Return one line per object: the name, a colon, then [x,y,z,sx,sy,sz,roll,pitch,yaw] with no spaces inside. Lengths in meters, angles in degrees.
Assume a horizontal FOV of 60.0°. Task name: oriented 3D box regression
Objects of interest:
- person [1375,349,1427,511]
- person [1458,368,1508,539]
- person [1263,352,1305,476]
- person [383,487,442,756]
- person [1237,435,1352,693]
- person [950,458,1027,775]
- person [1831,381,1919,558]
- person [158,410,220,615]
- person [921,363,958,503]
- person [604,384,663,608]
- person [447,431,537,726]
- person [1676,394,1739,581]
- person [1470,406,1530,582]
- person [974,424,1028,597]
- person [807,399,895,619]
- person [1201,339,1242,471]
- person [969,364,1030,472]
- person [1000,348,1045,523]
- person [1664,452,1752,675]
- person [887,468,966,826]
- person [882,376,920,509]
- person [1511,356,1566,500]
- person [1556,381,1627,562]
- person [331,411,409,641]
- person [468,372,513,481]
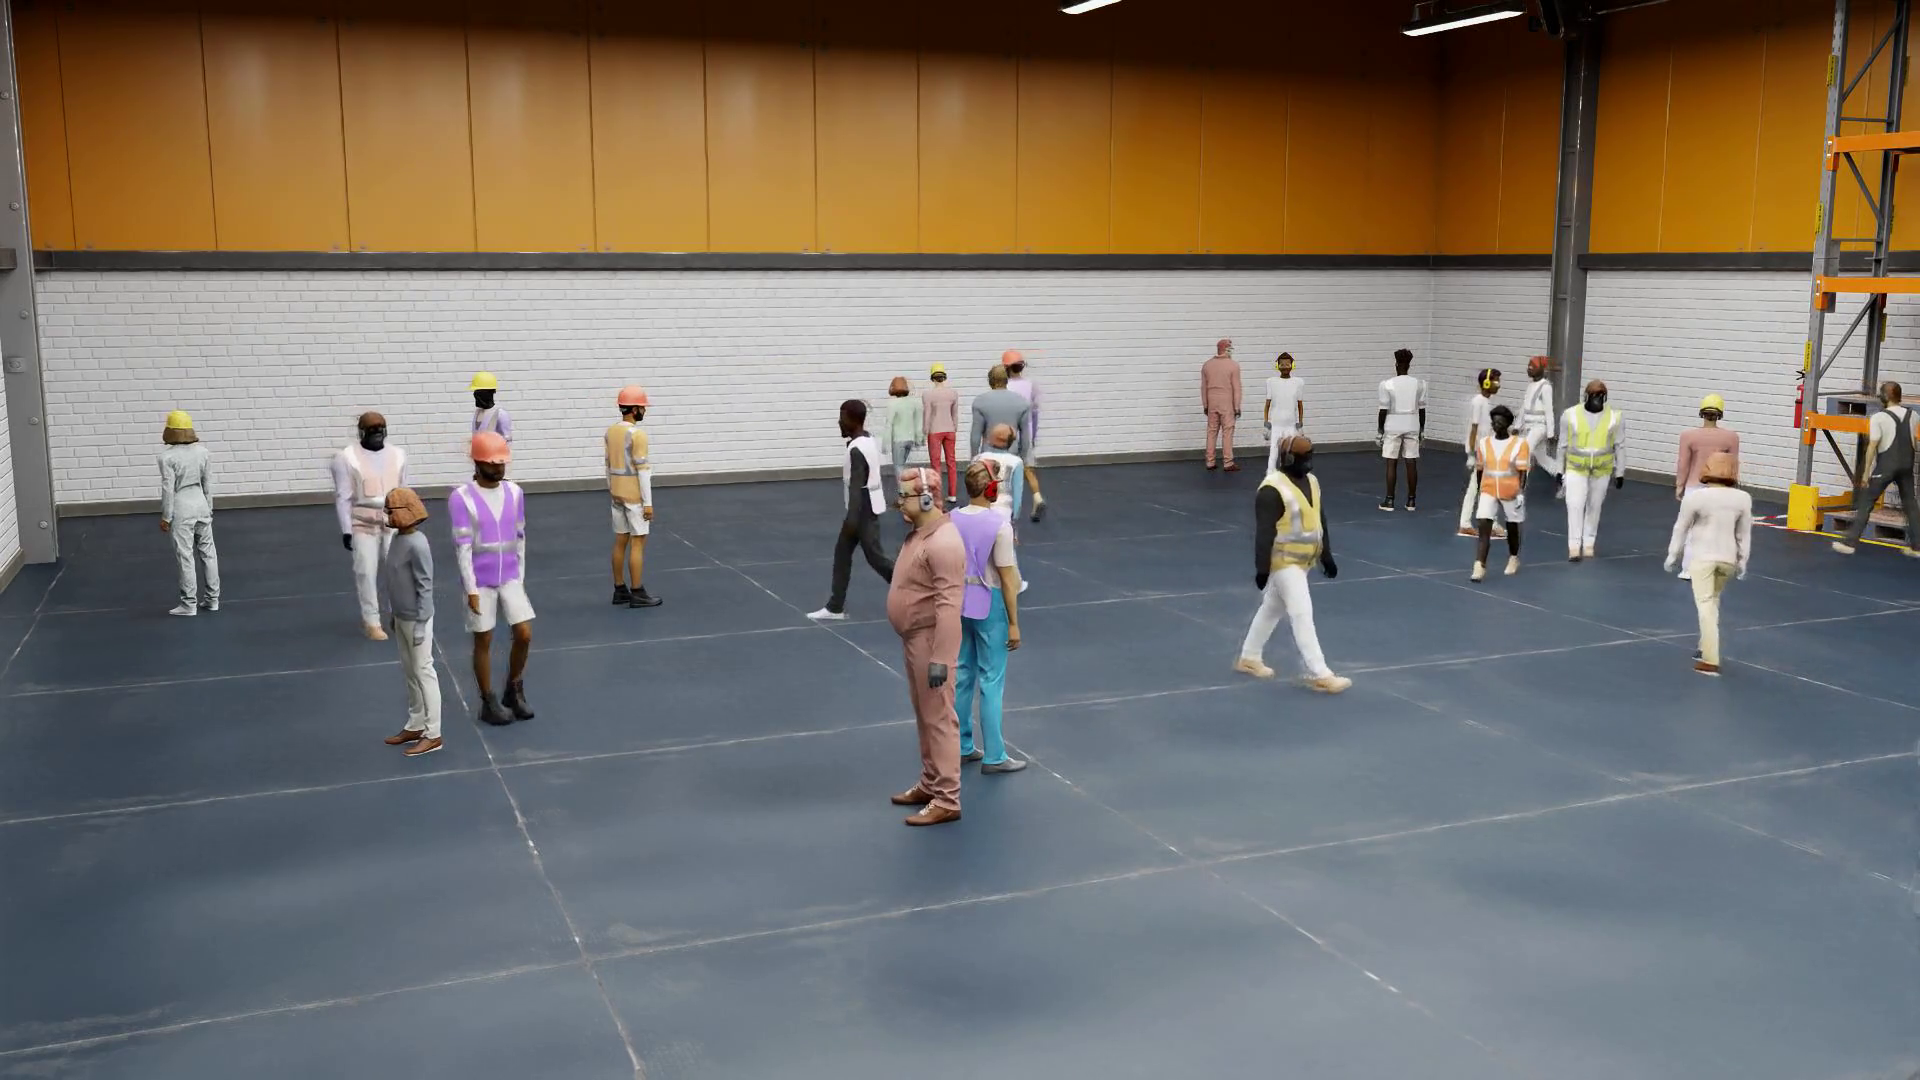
person: [5.330,-1.328,20.109,0.603,1.967,0.366,0,9,-3]
person: [5.782,-0.927,18.031,0.722,1.847,0.565,4,10,25]
person: [4.103,-1.440,21.087,0.521,1.871,0.325,1,9,6]
person: [-3.349,0.487,10.118,0.279,1.634,0.497,-7,12,-37]
person: [2.349,0.152,11.715,0.966,1.796,0.628,7,12,38]
person: [0.117,0.447,9.714,0.389,1.849,0.567,-9,13,-42]
person: [9.428,-0.718,16.981,0.734,1.801,0.540,0,9,-2]
person: [-6.579,-0.231,14.140,0.296,1.745,0.485,5,11,27]
person: [-0.256,-1.319,20.678,0.525,1.765,0.329,-6,11,-32]
person: [-2.842,-0.382,14.470,0.550,1.935,0.376,9,13,44]
person: [-2.976,0.258,10.651,0.542,1.917,0.482,-9,13,-43]
person: [7.001,-0.485,15.613,0.533,1.767,0.323,3,10,17]
person: [5.108,-0.445,15.709,0.531,1.649,0.874,6,11,31]
person: [0.324,-0.219,14.515,0.527,1.580,0.899,4,10,25]
person: [-0.760,-0.241,13.825,0.971,1.879,0.605,0,9,-1]
person: [3.806,-1.948,24.064,0.644,1.904,0.399,9,13,42]
person: [0.416,-0.867,17.439,0.661,1.931,0.382,-2,10,-15]
person: [0.670,-1.196,19.173,0.609,2.017,0.911,-4,10,-22]
person: [5.461,0.157,12.194,0.514,1.604,0.668,-1,9,-6]
person: [-0.189,0.559,8.867,0.403,1.904,0.652,-2,10,-13]
person: [-0.726,-1.183,20.283,0.380,1.610,0.601,8,12,40]
person: [7.338,-1.400,20.938,0.932,1.852,0.569,1,9,5]
person: [6.330,-0.678,16.669,0.651,1.797,0.904,2,10,14]
person: [-4.569,-0.091,13.058,0.631,1.824,0.570,-7,12,-38]
person: [-4.624,-0.691,16.369,0.586,1.928,0.369,9,13,44]
